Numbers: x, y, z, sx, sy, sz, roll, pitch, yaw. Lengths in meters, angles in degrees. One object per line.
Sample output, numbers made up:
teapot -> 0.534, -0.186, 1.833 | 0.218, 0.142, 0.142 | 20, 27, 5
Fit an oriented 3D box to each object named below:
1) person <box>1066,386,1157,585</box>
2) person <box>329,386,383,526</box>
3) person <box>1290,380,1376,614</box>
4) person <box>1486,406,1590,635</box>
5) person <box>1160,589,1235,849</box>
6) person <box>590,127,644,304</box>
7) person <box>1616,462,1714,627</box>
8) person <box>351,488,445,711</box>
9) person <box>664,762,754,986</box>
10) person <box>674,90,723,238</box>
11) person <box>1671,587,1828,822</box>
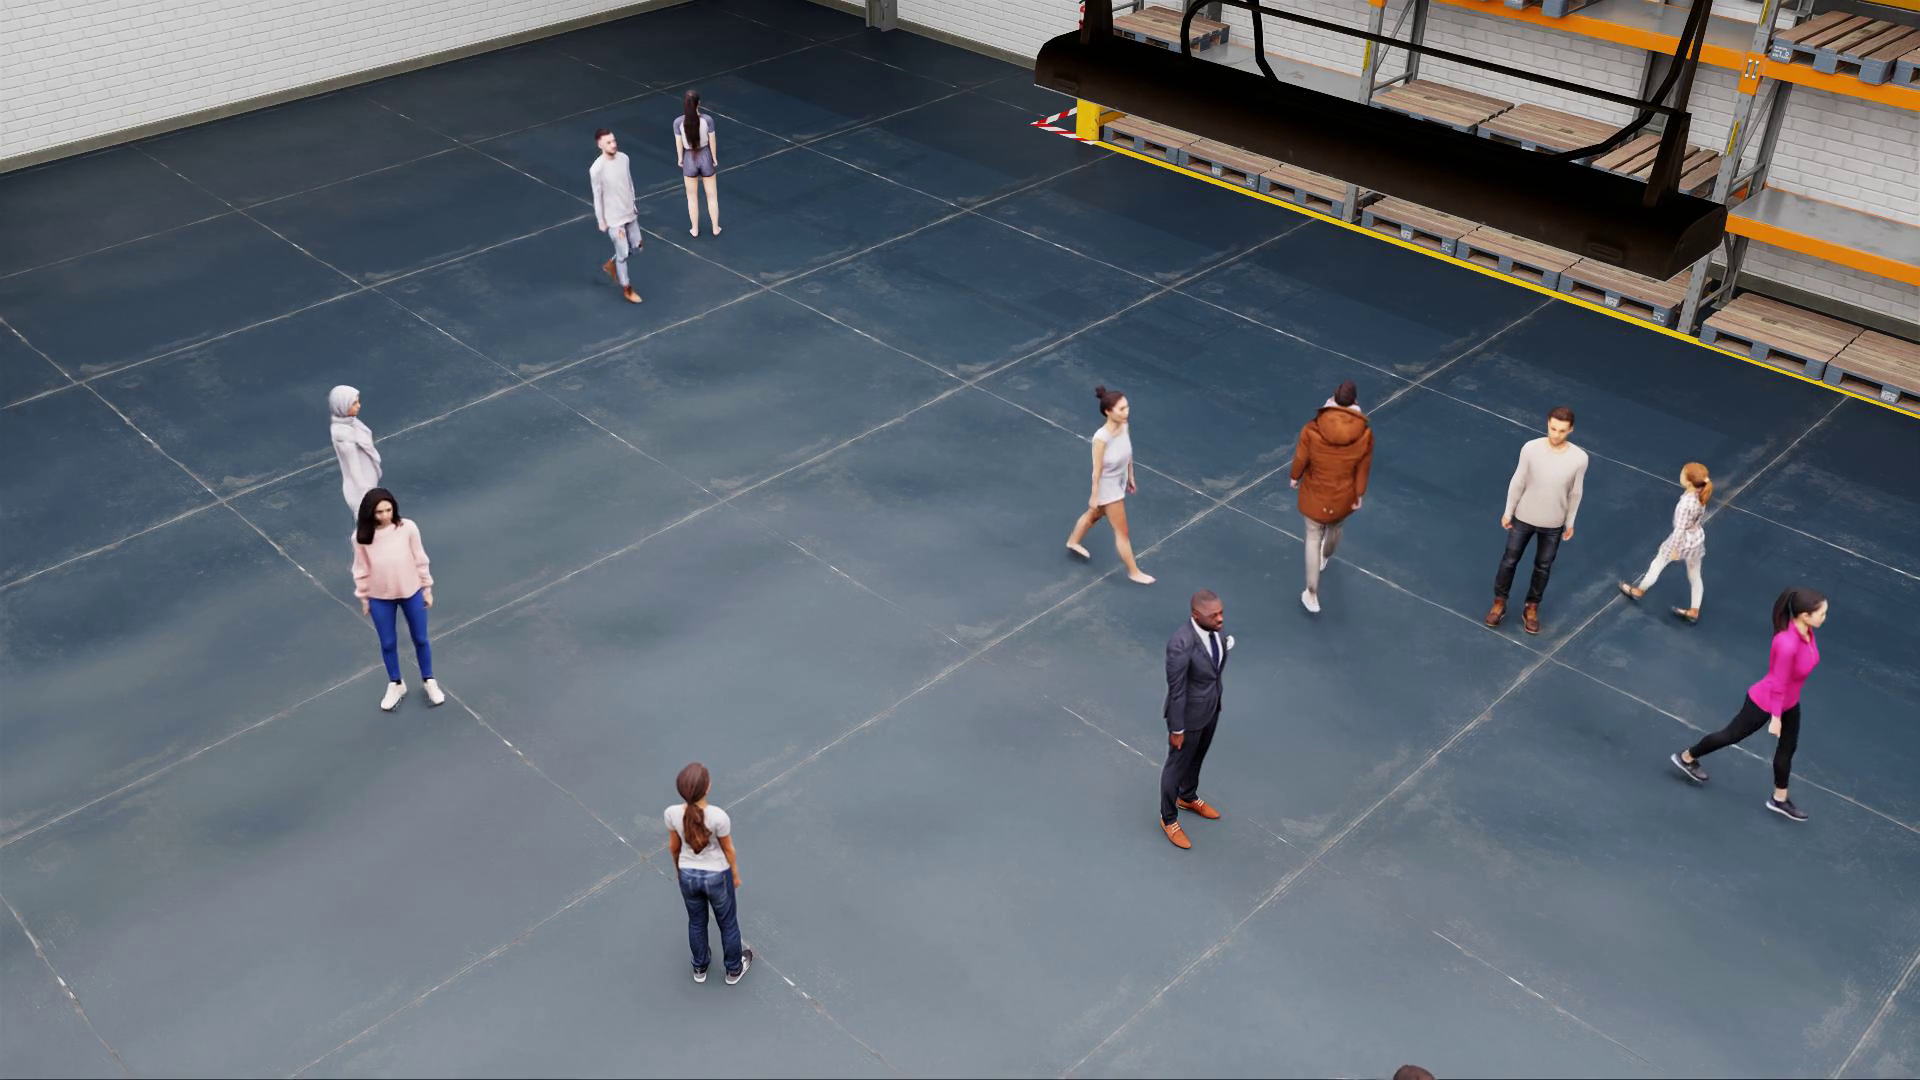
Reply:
person -> 1.087, -0.443, 12.816 | 1.105, 1.559, 0.735 | 20, 39, 27
person -> -4.502, -0.355, 12.487 | 0.749, 1.777, 0.626 | -10, 35, -14
person -> 2.742, -0.290, 12.375 | 1.173, 1.792, 1.192 | 3, 34, 5
person -> 4.226, -0.164, 12.120 | 0.662, 1.865, 0.802 | 10, 35, 15
person -> 1.452, 1.056, 10.321 | 0.614, 1.824, 0.720 | 24, 41, 32
person -> -3.530, -3.328, 16.916 | 0.860, 1.824, 0.765 | 21, 39, 29
person -> 5.426, 0.051, 12.335 | 0.628, 1.269, 0.905 | -20, 39, -27
person -> -3.879, 0.384, 11.382 | 0.748, 1.769, 0.732 | -6, 34, -9
person -> -1.427, 1.870, 9.333 | 0.612, 1.562, 0.693 | 6, 34, 9
person -> -2.875, -4.140, 18.296 | 0.674, 1.650, 0.702 | -5, 34, -8
person -> 5.059, 0.993, 10.564 | 1.103, 1.661, 0.614 | 25, 41, 33
